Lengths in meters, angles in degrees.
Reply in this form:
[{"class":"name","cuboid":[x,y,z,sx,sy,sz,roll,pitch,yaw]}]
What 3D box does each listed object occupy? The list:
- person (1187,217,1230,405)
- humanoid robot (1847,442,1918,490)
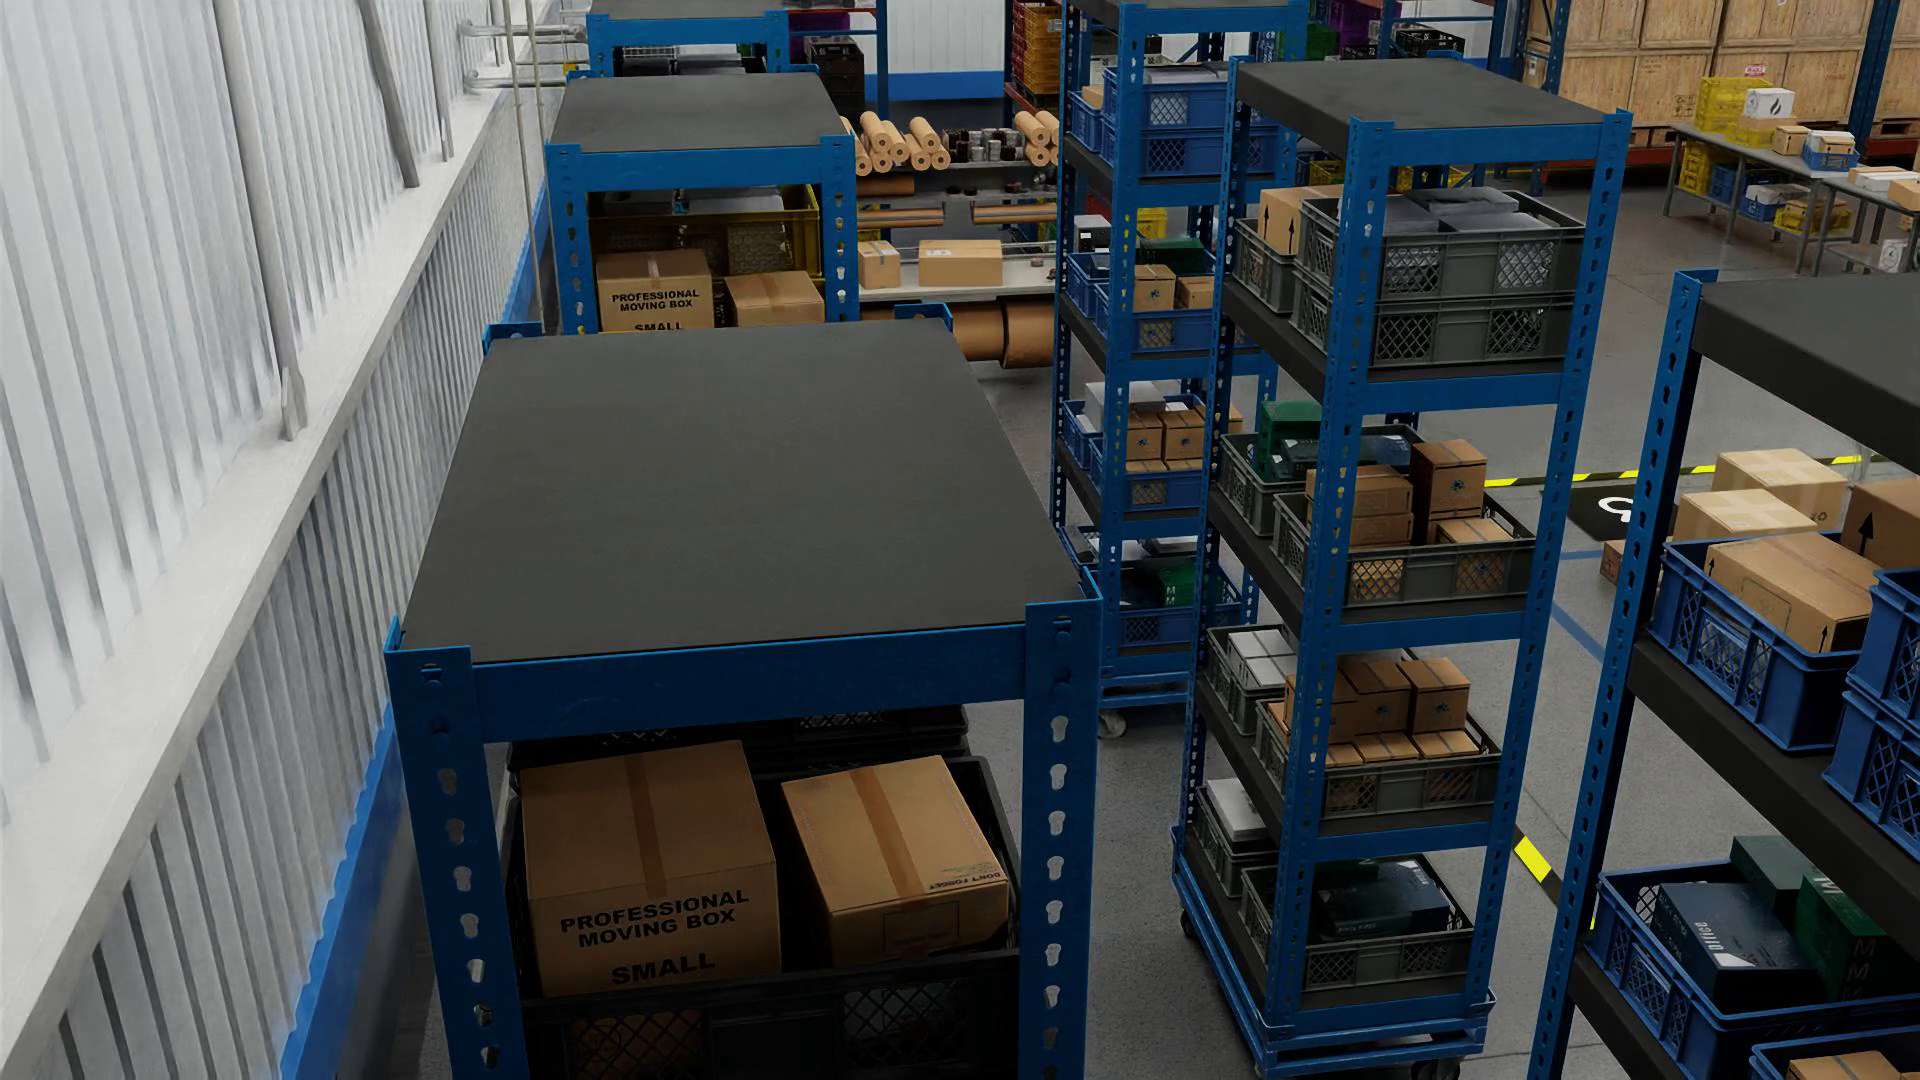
[{"class":"person","cuboid":[1.631,-1.272,11.174,0.395,1.848,0.587,-5,25,-10]},{"class":"humanoid robot","cuboid":[6.209,-1.020,10.828,1.034,1.778,0.535,-11,27,-22]}]
